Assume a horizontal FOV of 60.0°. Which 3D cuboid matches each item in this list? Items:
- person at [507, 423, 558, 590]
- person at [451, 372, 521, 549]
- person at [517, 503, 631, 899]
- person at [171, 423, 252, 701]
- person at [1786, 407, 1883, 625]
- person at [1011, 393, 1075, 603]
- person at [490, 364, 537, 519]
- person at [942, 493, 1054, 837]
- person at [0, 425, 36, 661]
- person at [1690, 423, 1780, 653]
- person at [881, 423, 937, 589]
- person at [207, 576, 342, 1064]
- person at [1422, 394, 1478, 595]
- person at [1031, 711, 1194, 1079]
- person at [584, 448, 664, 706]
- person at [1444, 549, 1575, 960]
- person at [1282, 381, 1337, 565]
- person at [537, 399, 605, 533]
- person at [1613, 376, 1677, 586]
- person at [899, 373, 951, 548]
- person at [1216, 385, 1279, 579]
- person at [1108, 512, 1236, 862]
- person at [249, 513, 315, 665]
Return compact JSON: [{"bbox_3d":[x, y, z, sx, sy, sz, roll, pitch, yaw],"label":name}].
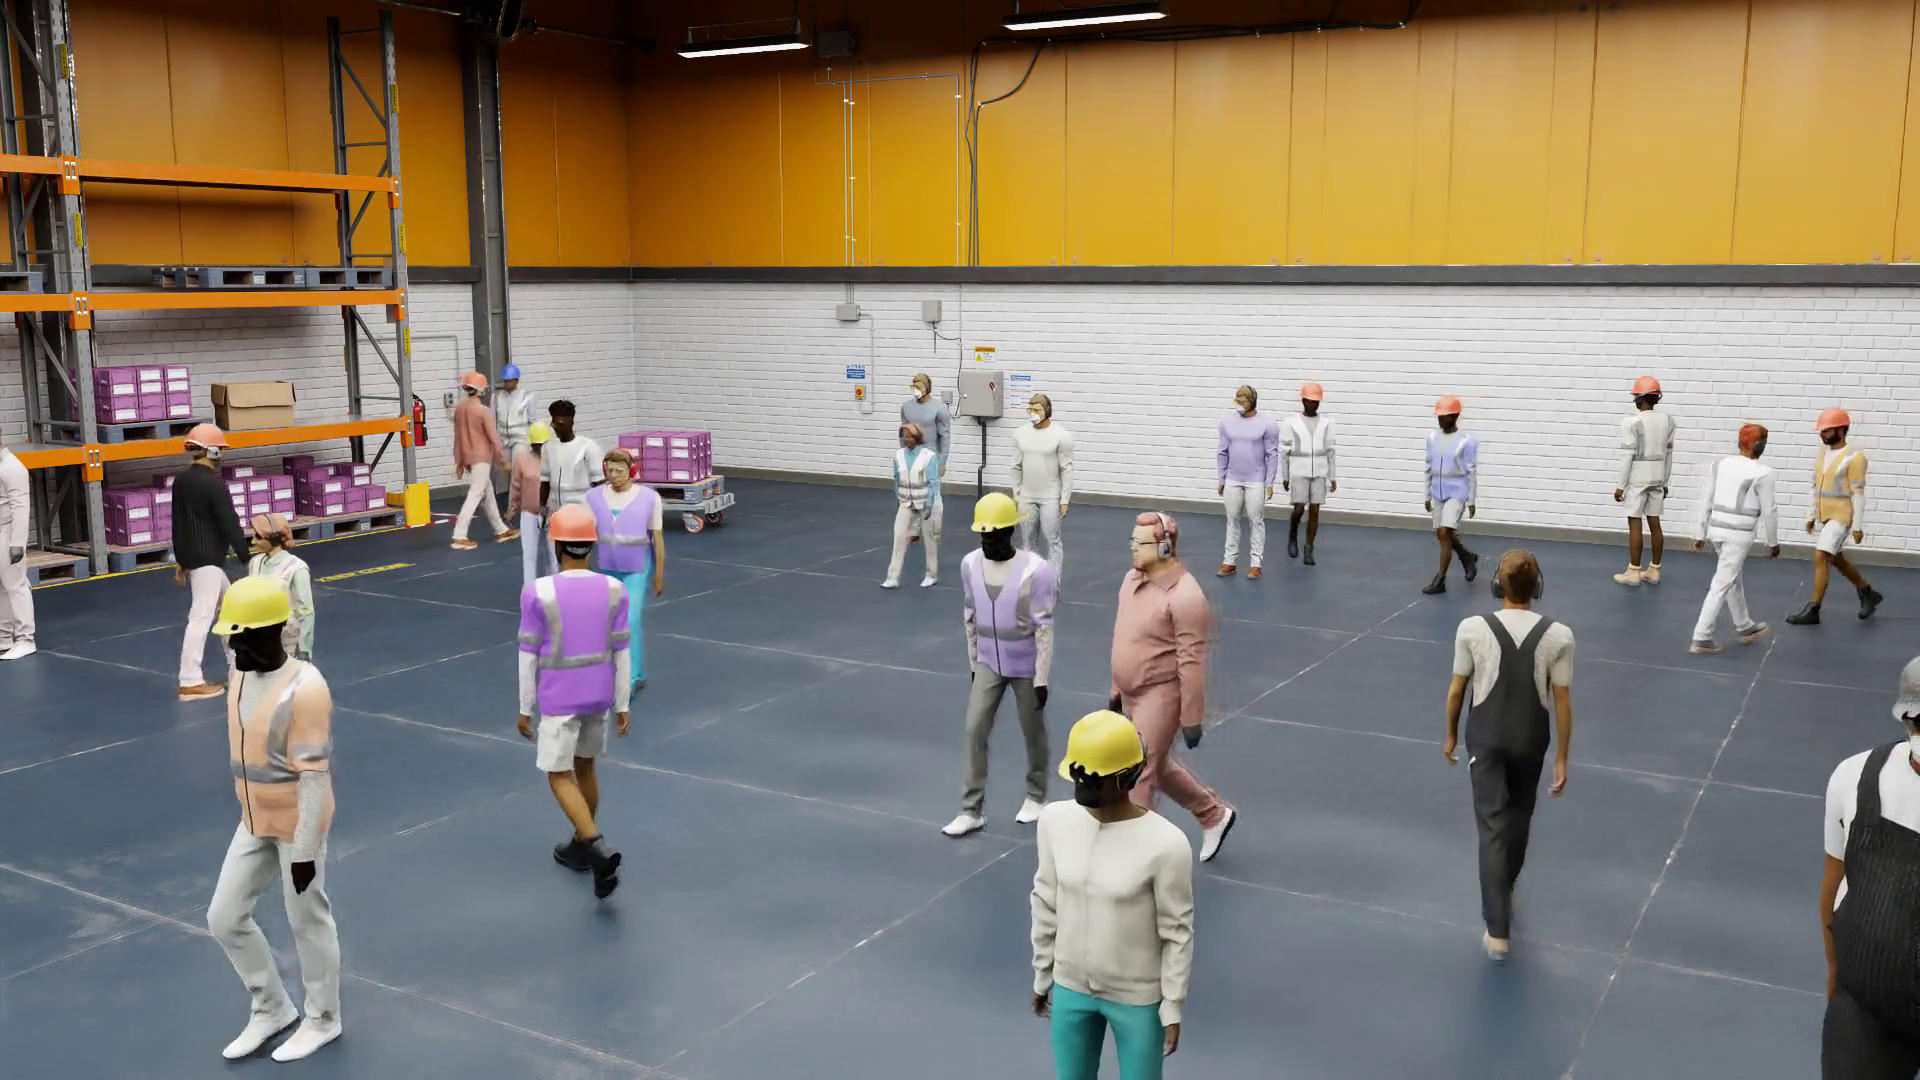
[{"bbox_3d":[-3.835,-0.230,15.118,0.575,1.709,0.838,-1,9,-7],"label":"person"},{"bbox_3d":[-5.319,-0.883,18.460,0.623,1.950,0.998,8,12,43],"label":"person"},{"bbox_3d":[-1.852,0.782,8.157,0.551,1.919,0.827,-7,11,-37],"label":"person"},{"bbox_3d":[-5.304,0.143,11.971,0.875,1.954,0.633,-9,13,-44],"label":"person"},{"bbox_3d":[7.666,-0.213,14.438,0.935,1.897,0.548,-1,9,-7],"label":"person"},{"bbox_3d":[0.752,-0.385,15.345,0.629,1.940,0.376,6,11,31],"label":"person"},{"bbox_3d":[-5.589,-1.263,20.902,0.615,1.923,0.886,2,9,10],"label":"person"},{"bbox_3d":[0.248,0.669,8.962,0.591,1.872,0.848,5,10,29],"label":"person"},{"bbox_3d":[-7.587,-0.008,13.090,0.642,1.909,0.399,6,11,31],"label":"person"},{"bbox_3d":[6.273,-0.014,13.327,0.971,1.839,0.588,-3,10,-19],"label":"person"},{"bbox_3d":[-0.458,-0.308,15.895,0.527,1.604,0.777,5,10,28],"label":"person"},{"bbox_3d":[-2.622,1.077,6.295,0.630,1.905,0.570,6,11,35],"label":"person"},{"bbox_3d":[4.728,-0.451,15.888,0.835,1.910,0.549,-7,11,-37],"label":"person"},{"bbox_3d":[0.439,1.361,5.000,0.526,1.761,0.337,6,11,31],"label":"person"},{"bbox_3d":[-2.411,0.264,11.697,0.563,1.803,0.864,3,9,15],"label":"person"},{"bbox_3d":[2.502,0.923,7.625,0.520,1.787,0.993,2,9,11],"label":"person"},{"bbox_3d":[3.641,-0.696,17.332,0.548,1.922,0.440,0,9,-1],"label":"person"},{"bbox_3d":[-3.427,-0.248,14.462,0.653,1.938,0.725,4,10,25],"label":"person"},{"bbox_3d":[6.643,-0.577,16.213,0.609,2.043,0.397,-3,10,-18],"label":"person"},{"bbox_3d":[-0.396,-0.881,18.438,0.629,1.940,0.376,6,11,31],"label":"person"},{"bbox_3d":[2.852,-0.577,16.557,0.629,1.934,0.376,6,11,31],"label":"person"},{"bbox_3d":[1.010,0.778,8.281,0.868,1.881,0.646,-3,10,-19],"label":"person"},{"bbox_3d":[-4.007,0.646,9.847,0.514,1.637,0.315,6,11,31],"label":"person"}]
